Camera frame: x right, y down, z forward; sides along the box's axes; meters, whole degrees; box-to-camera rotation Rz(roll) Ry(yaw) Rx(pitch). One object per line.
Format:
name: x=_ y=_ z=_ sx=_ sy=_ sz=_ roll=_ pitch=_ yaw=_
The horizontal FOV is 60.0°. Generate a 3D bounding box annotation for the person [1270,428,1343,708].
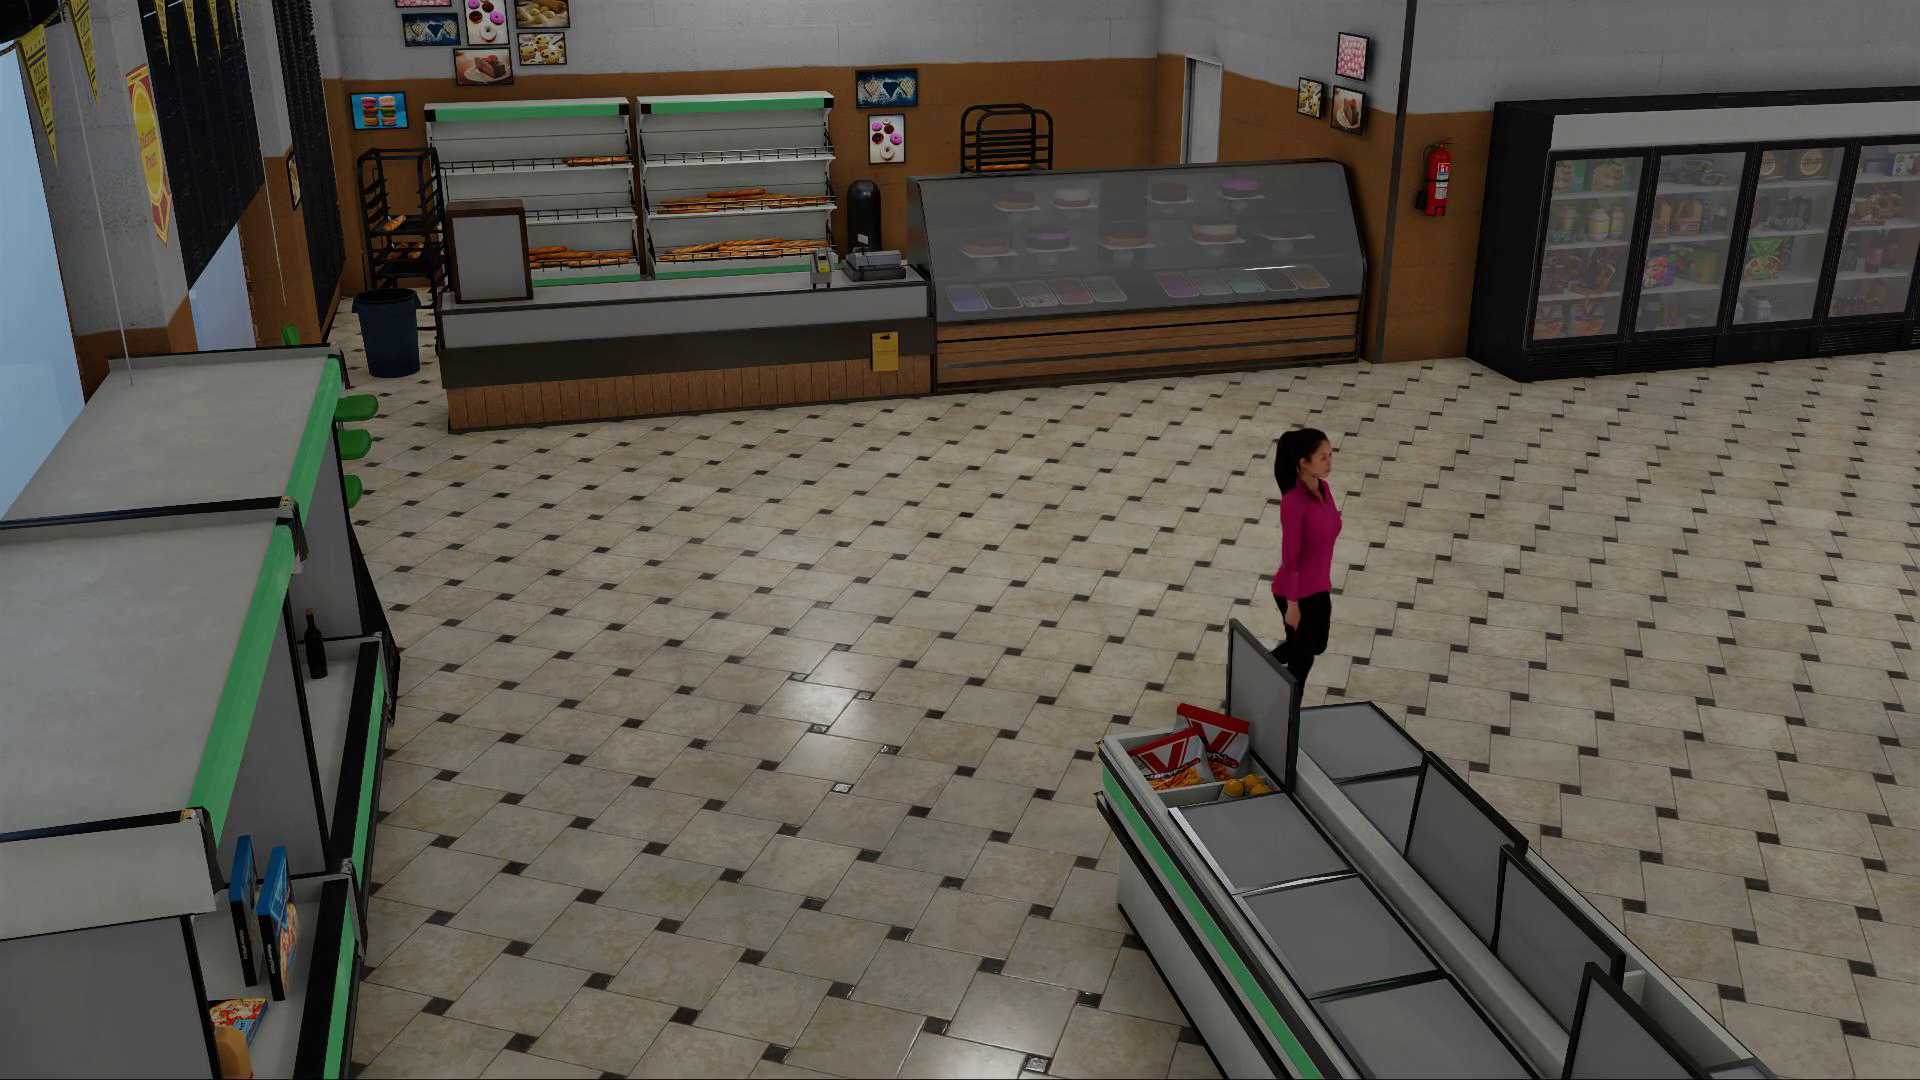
person: x=1.632 y=0.238 z=8.315 sx=0.924 sy=1.685 sz=0.853 roll=14 pitch=26 yaw=30
